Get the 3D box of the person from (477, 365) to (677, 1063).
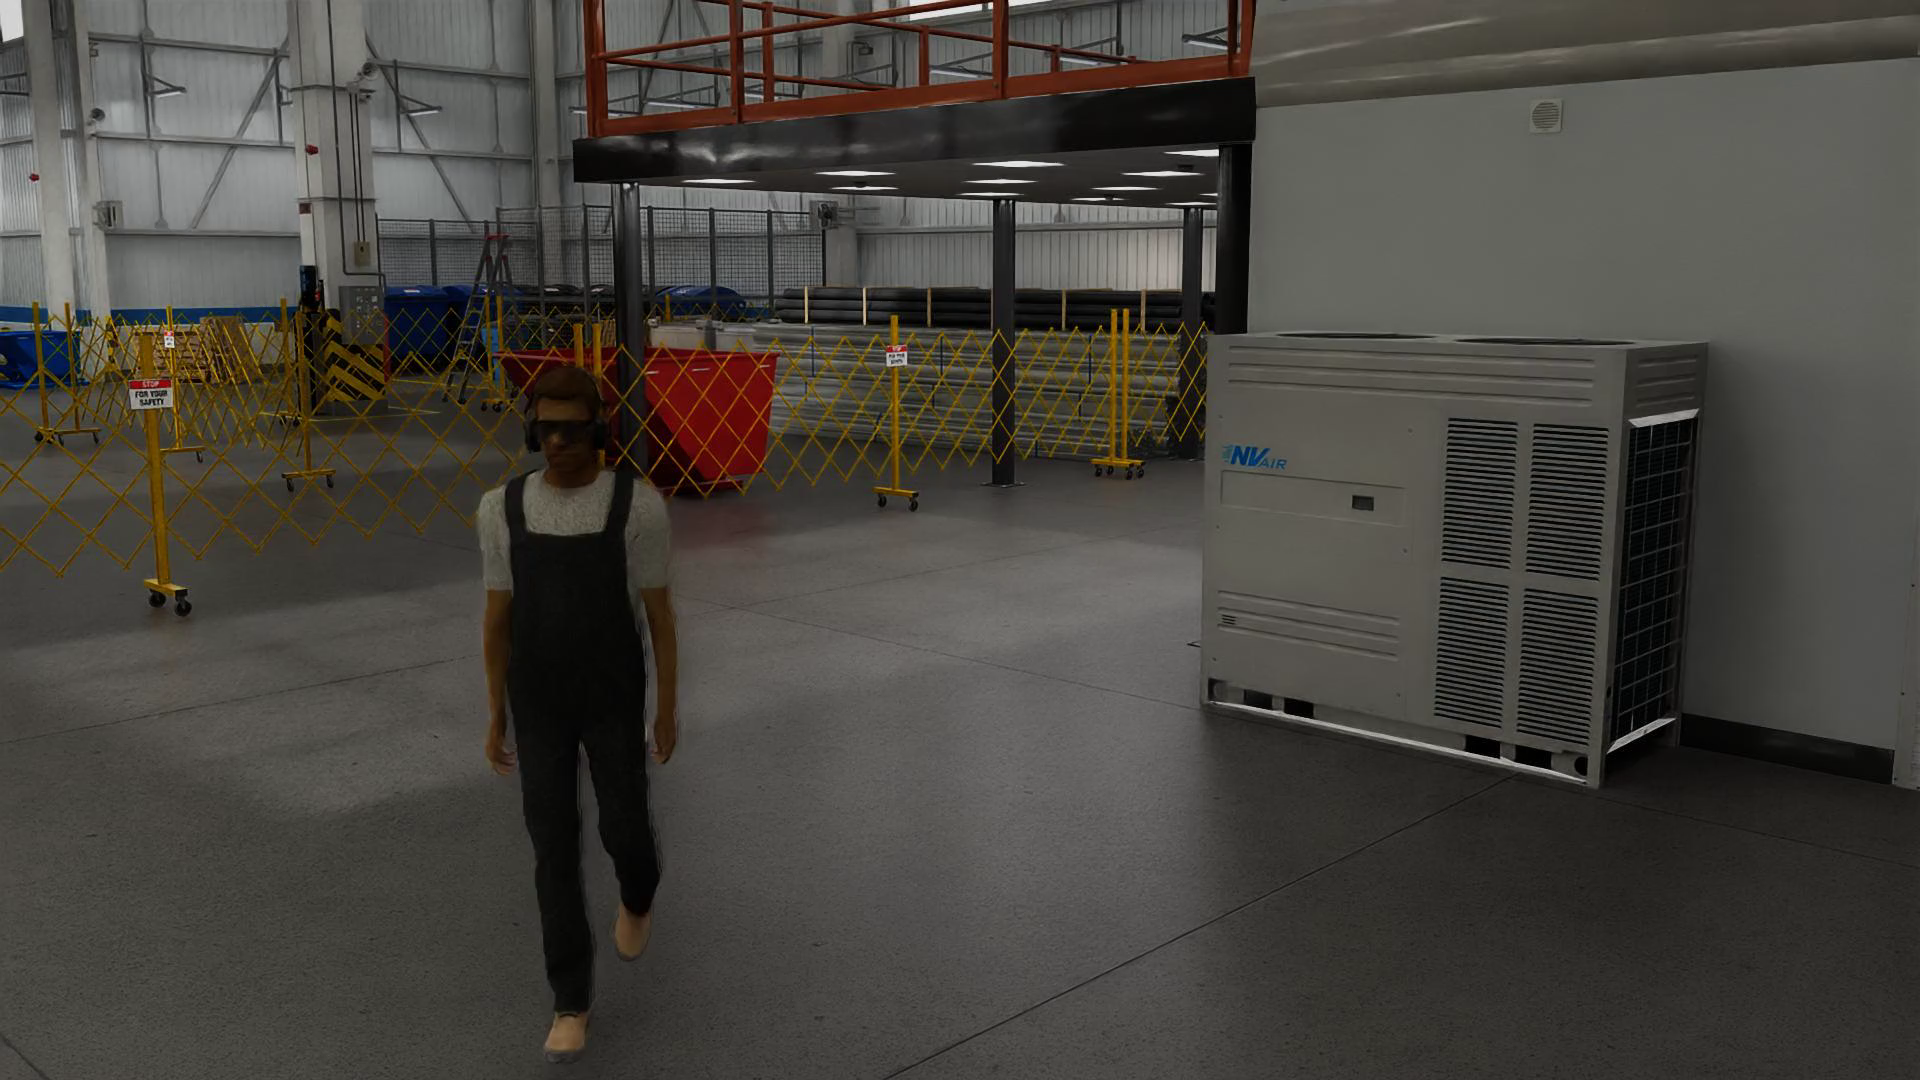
[{"bbox_3d":[-1.024,0.431,4.531,0.516,1.829,0.636,0,9,-2],"label":"person"}]
